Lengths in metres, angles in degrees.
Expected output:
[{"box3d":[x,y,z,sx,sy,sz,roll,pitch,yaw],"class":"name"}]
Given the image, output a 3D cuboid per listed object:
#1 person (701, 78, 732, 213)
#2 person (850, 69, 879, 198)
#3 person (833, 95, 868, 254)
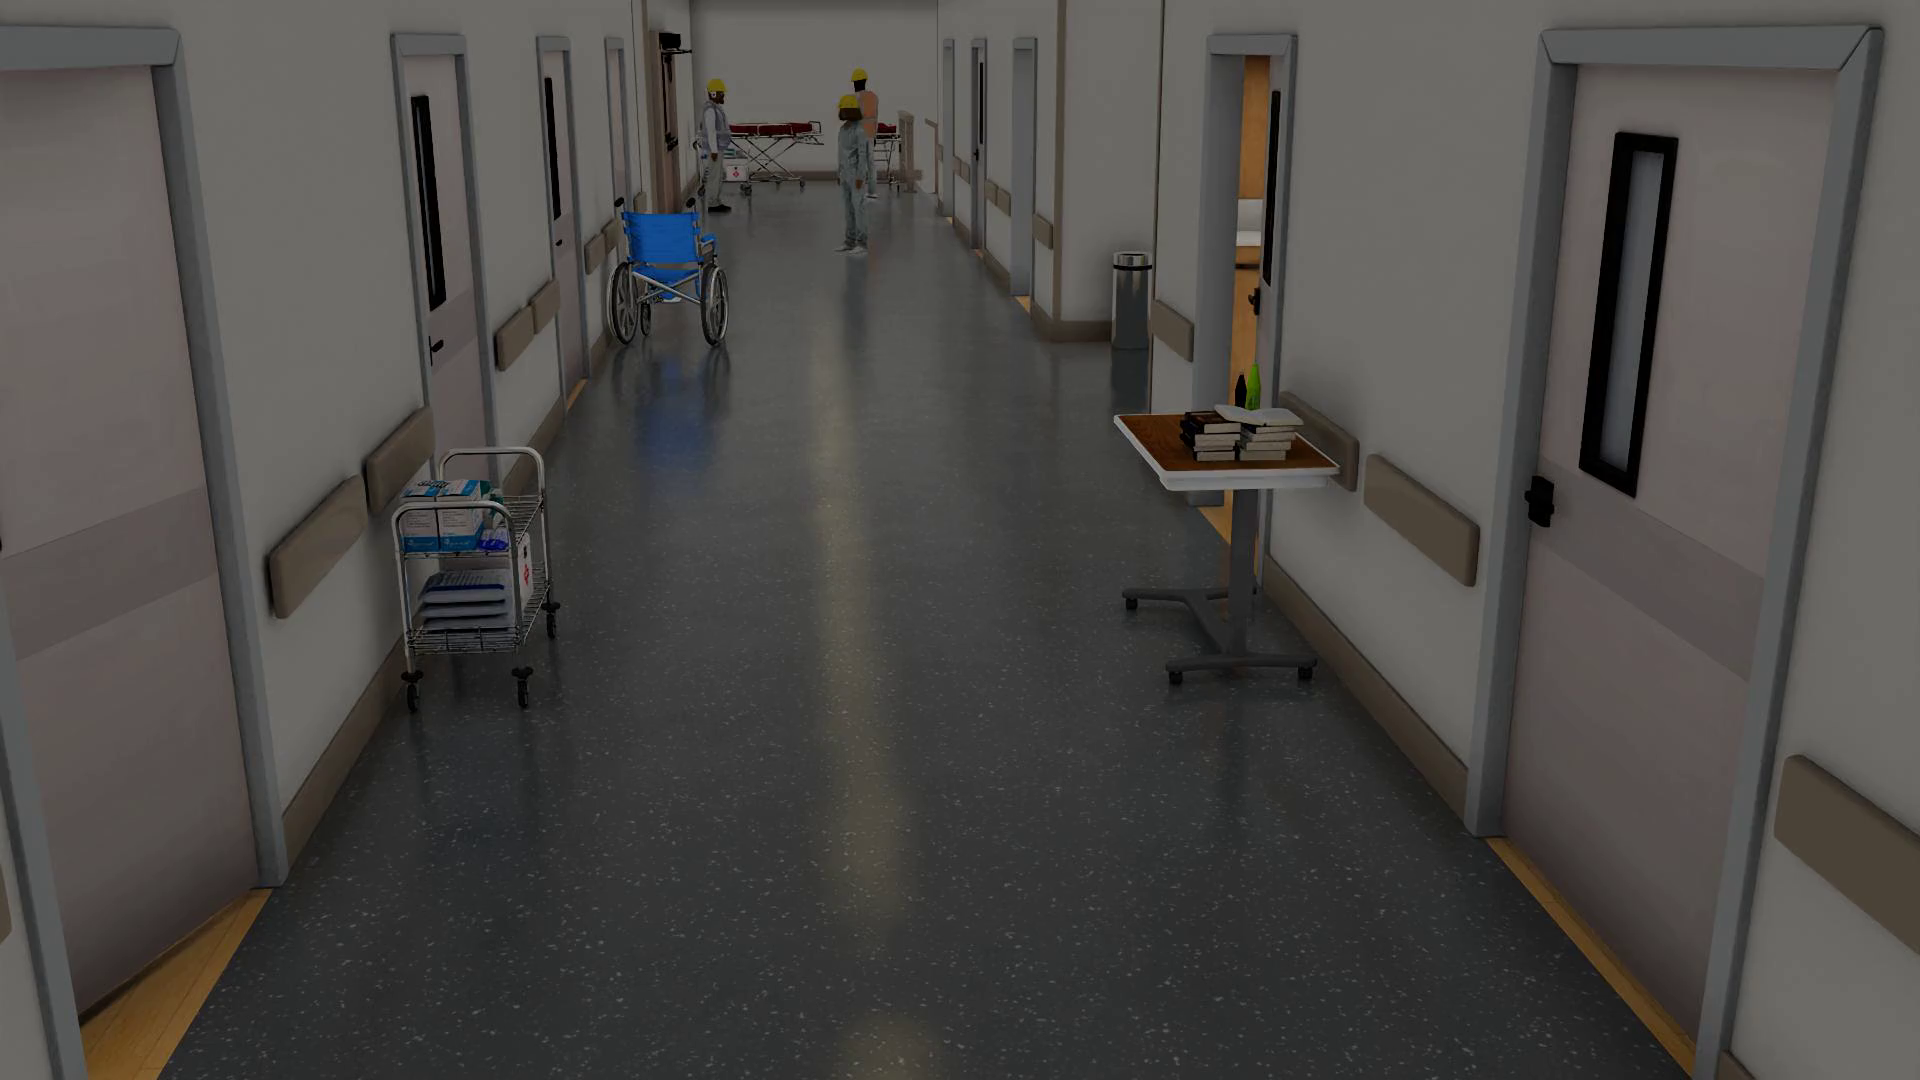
[{"box3d":[-3.376,-5.464,23.094,0.404,1.824,0.585,0,17,-1],"class":"person"},{"box3d":[-1.477,-6.119,25.113,0.397,1.920,0.586,14,22,39],"class":"person"},{"box3d":[-1.232,-4.073,18.576,0.329,1.738,0.503,-12,20,-35],"class":"person"}]
